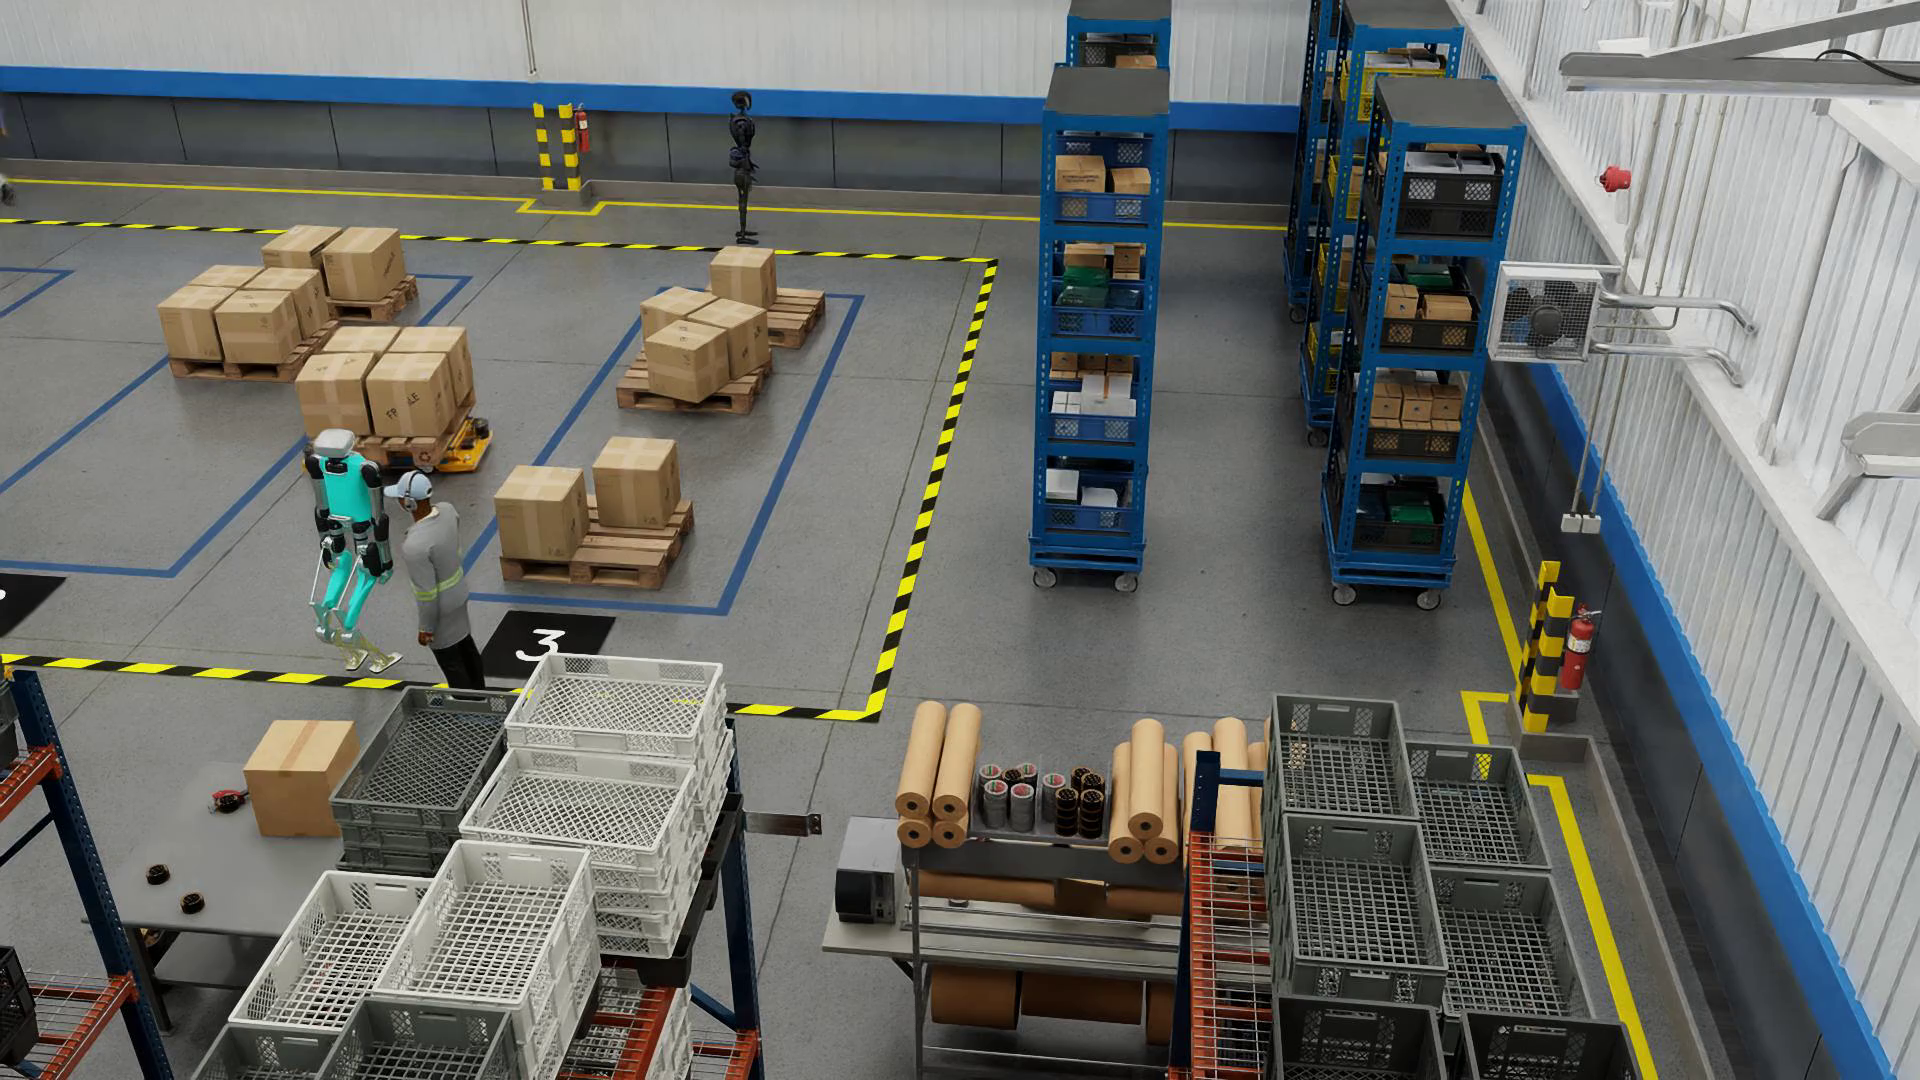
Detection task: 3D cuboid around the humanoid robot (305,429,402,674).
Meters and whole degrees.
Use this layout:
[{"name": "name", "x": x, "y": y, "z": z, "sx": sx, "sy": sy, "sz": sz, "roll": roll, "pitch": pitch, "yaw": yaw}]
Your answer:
[{"name": "humanoid robot", "x": -4.035, "y": 0.159, "z": 10.804, "sx": 0.533, "sy": 1.681, "sz": 0.735, "roll": 9, "pitch": 31, "yaw": 15}]

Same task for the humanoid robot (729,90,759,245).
[{"name": "humanoid robot", "x": -2.378, "y": -4.125, "z": 18.341, "sx": 0.315, "sy": 1.659, "sz": 0.599, "roll": -2, "pitch": 30, "yaw": -4}]

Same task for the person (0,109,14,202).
[{"name": "person", "x": -11.508, "y": -4.865, "z": 19.501, "sx": 0.799, "sy": 1.807, "sz": 0.597, "roll": 18, "pitch": 35, "yaw": 27}]

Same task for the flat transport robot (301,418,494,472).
[{"name": "flat transport robot", "x": -4.743, "y": -0.815, "z": 14.046, "sx": 1.431, "sy": 0.197, "sz": 0.652, "roll": 0, "pitch": 30, "yaw": 1}]

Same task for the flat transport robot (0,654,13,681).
[{"name": "flat transport robot", "x": -7.142, "y": 0.969, "z": 11.010, "sx": 1.431, "sy": 0.231, "sz": 0.659, "roll": 3, "pitch": 30, "yaw": 6}]

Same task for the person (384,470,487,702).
[{"name": "person", "x": -3.281, "y": 0.395, "z": 10.422, "sx": 0.400, "sy": 1.851, "sz": 0.590, "roll": 3, "pitch": 30, "yaw": 6}]
